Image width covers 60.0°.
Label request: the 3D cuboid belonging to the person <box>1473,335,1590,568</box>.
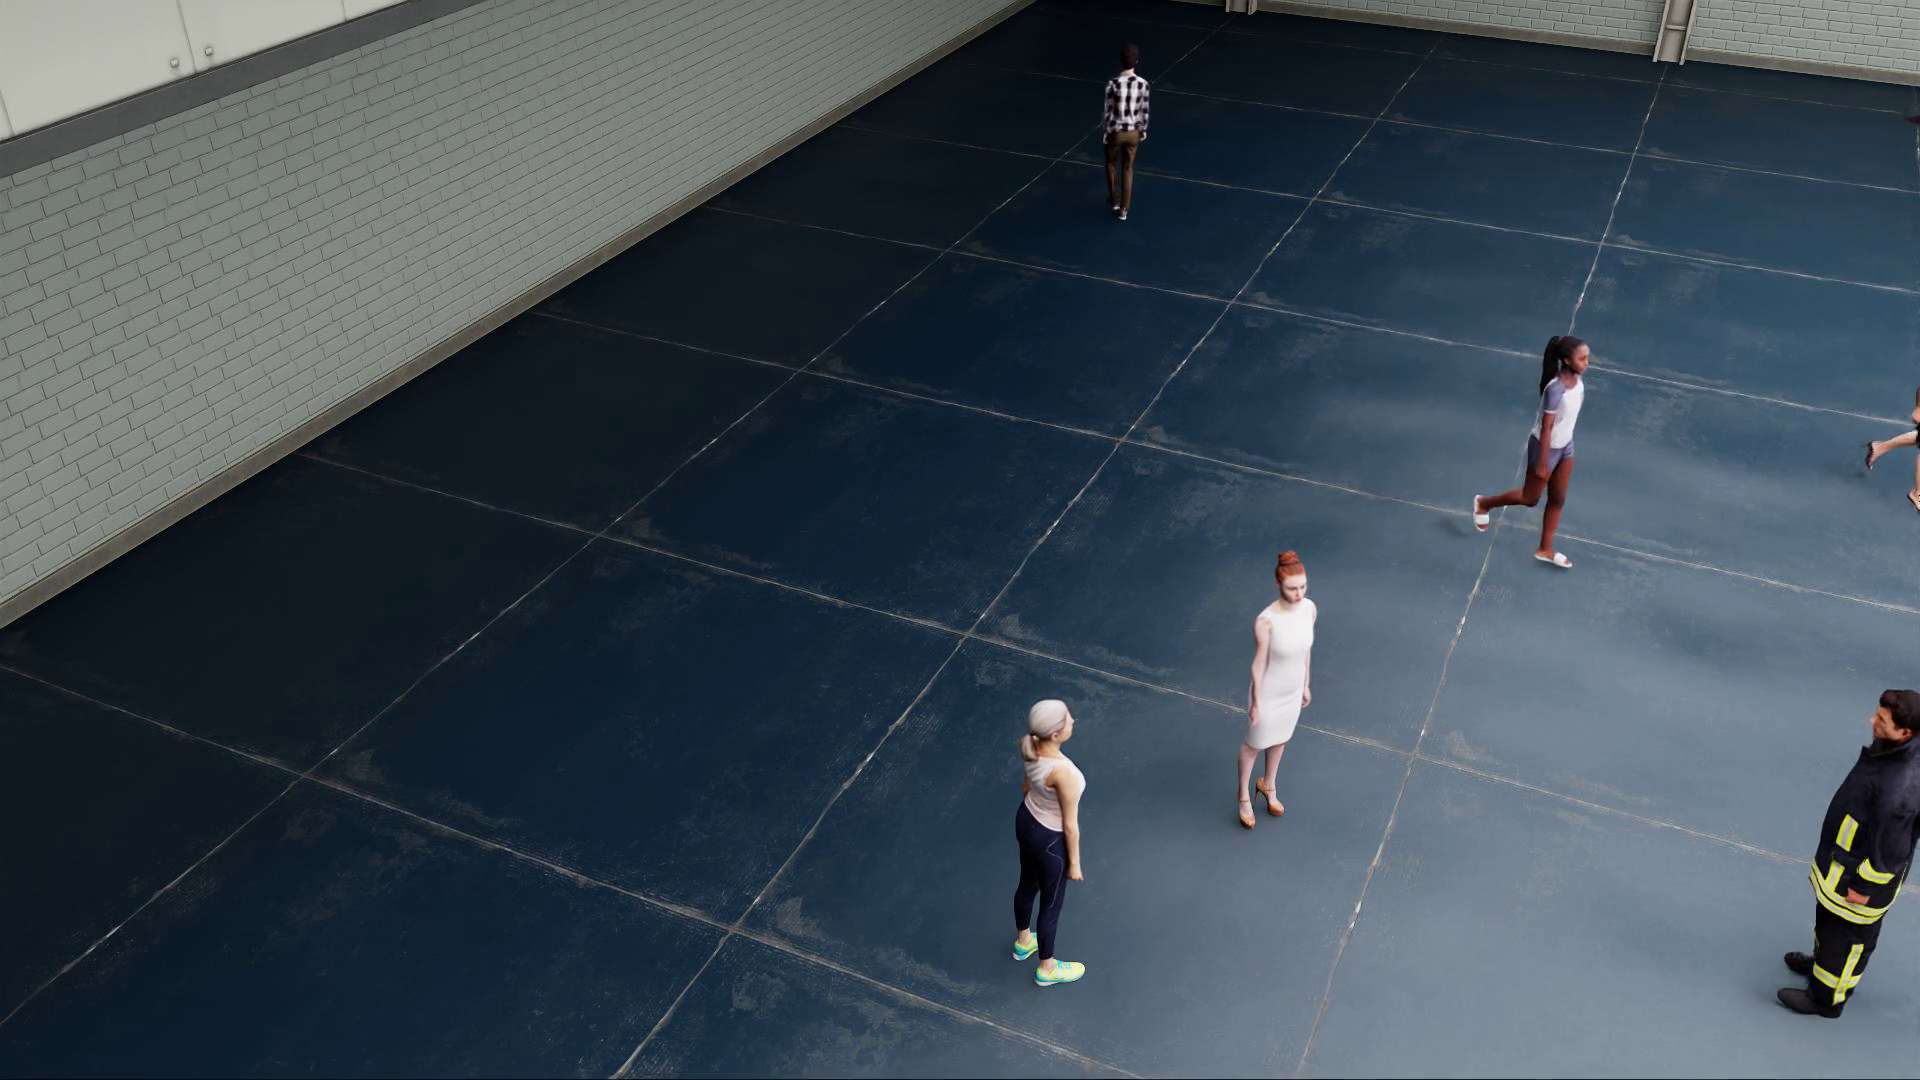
[{"bbox_3d":[4.047,-0.636,11.624,1.086,1.705,0.834,27,41,36],"label":"person"}]

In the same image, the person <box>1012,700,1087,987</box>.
[{"bbox_3d":[0.417,1.489,8.259,0.740,1.703,0.651,-16,36,-24],"label":"person"}]

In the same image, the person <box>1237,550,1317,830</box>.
[{"bbox_3d":[1.746,0.844,9.199,0.639,1.790,0.658,-17,36,-25],"label":"person"}]

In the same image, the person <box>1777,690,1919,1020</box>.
[{"bbox_3d":[4.390,1.519,8.004,0.680,1.923,0.815,11,34,16],"label":"person"}]

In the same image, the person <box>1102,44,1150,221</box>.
[{"bbox_3d":[1.702,-4.173,17.149,0.736,1.793,0.825,-3,32,-5],"label":"person"}]
